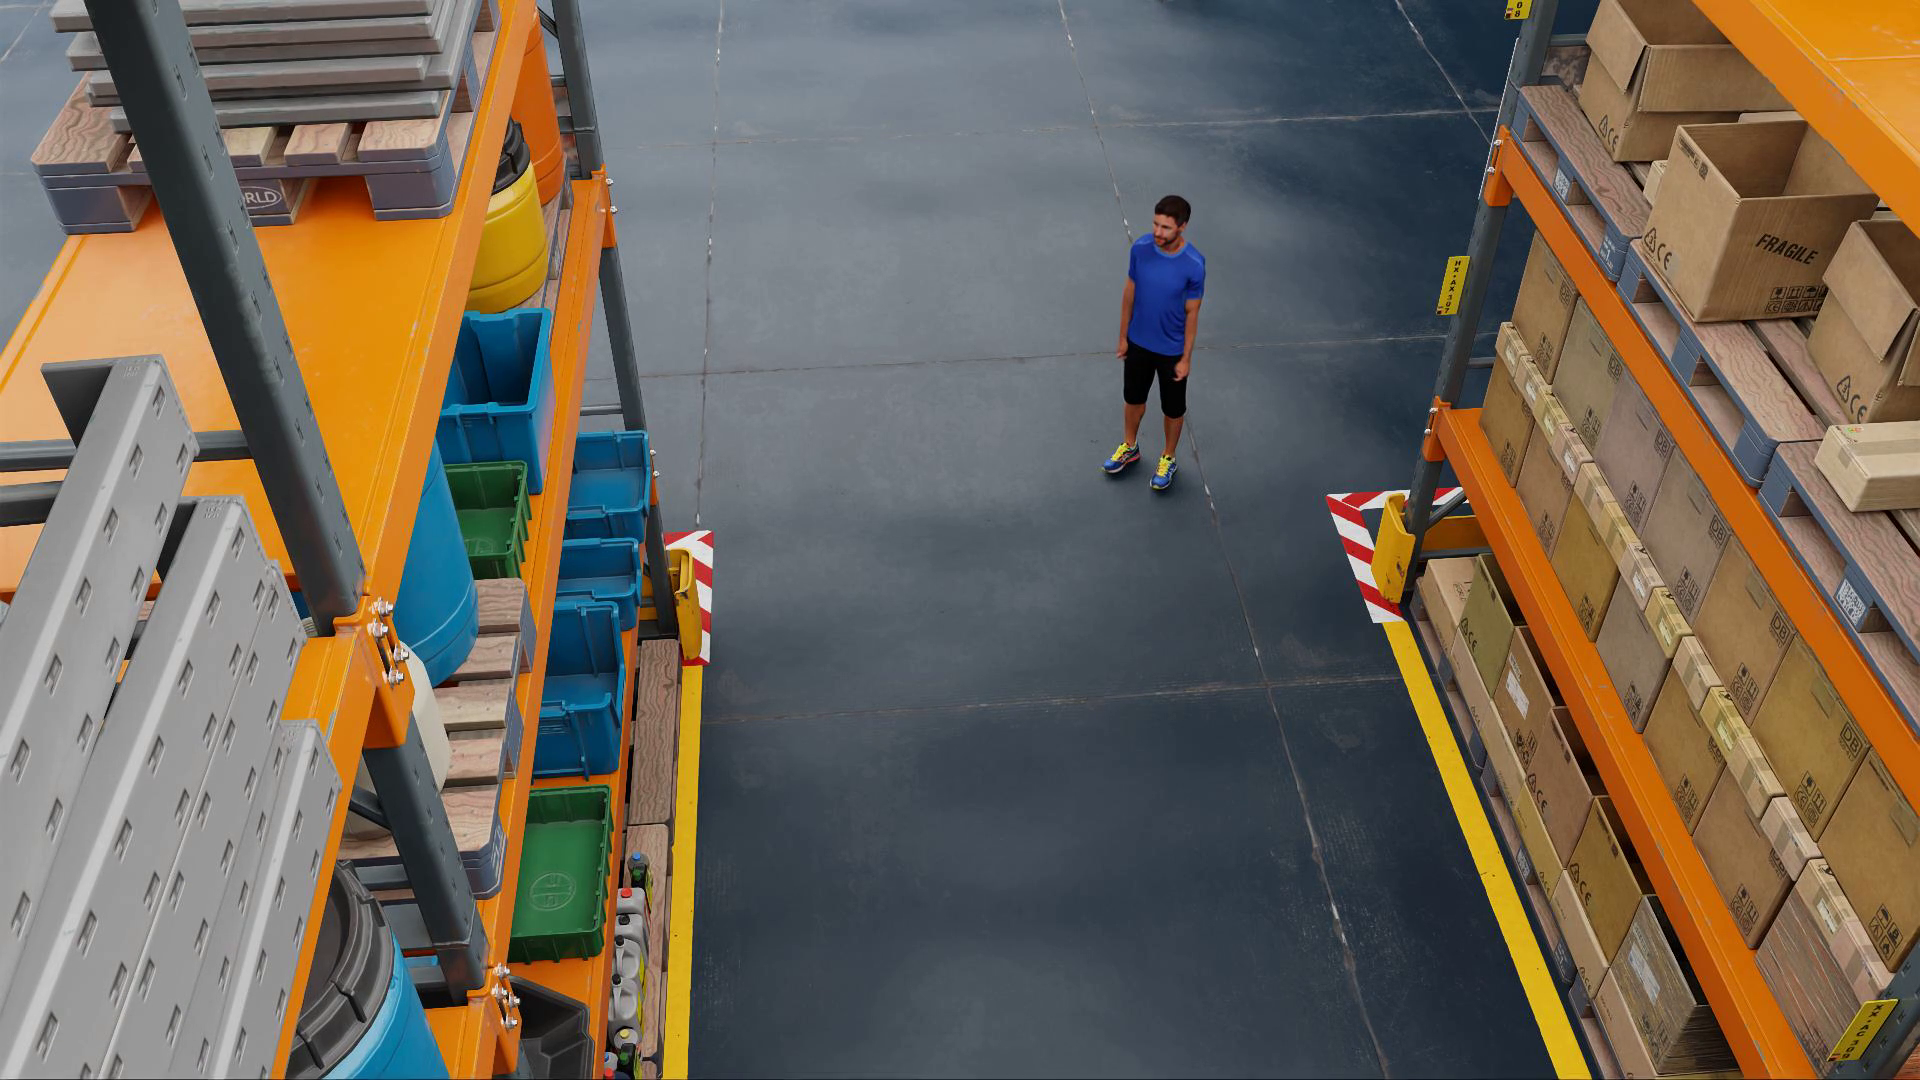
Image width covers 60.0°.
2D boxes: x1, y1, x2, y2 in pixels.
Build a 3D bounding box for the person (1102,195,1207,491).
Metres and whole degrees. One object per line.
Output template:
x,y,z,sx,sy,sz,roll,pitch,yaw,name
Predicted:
1.127,-1.126,9.375,0.707,1.869,0.742,23,47,23,person
